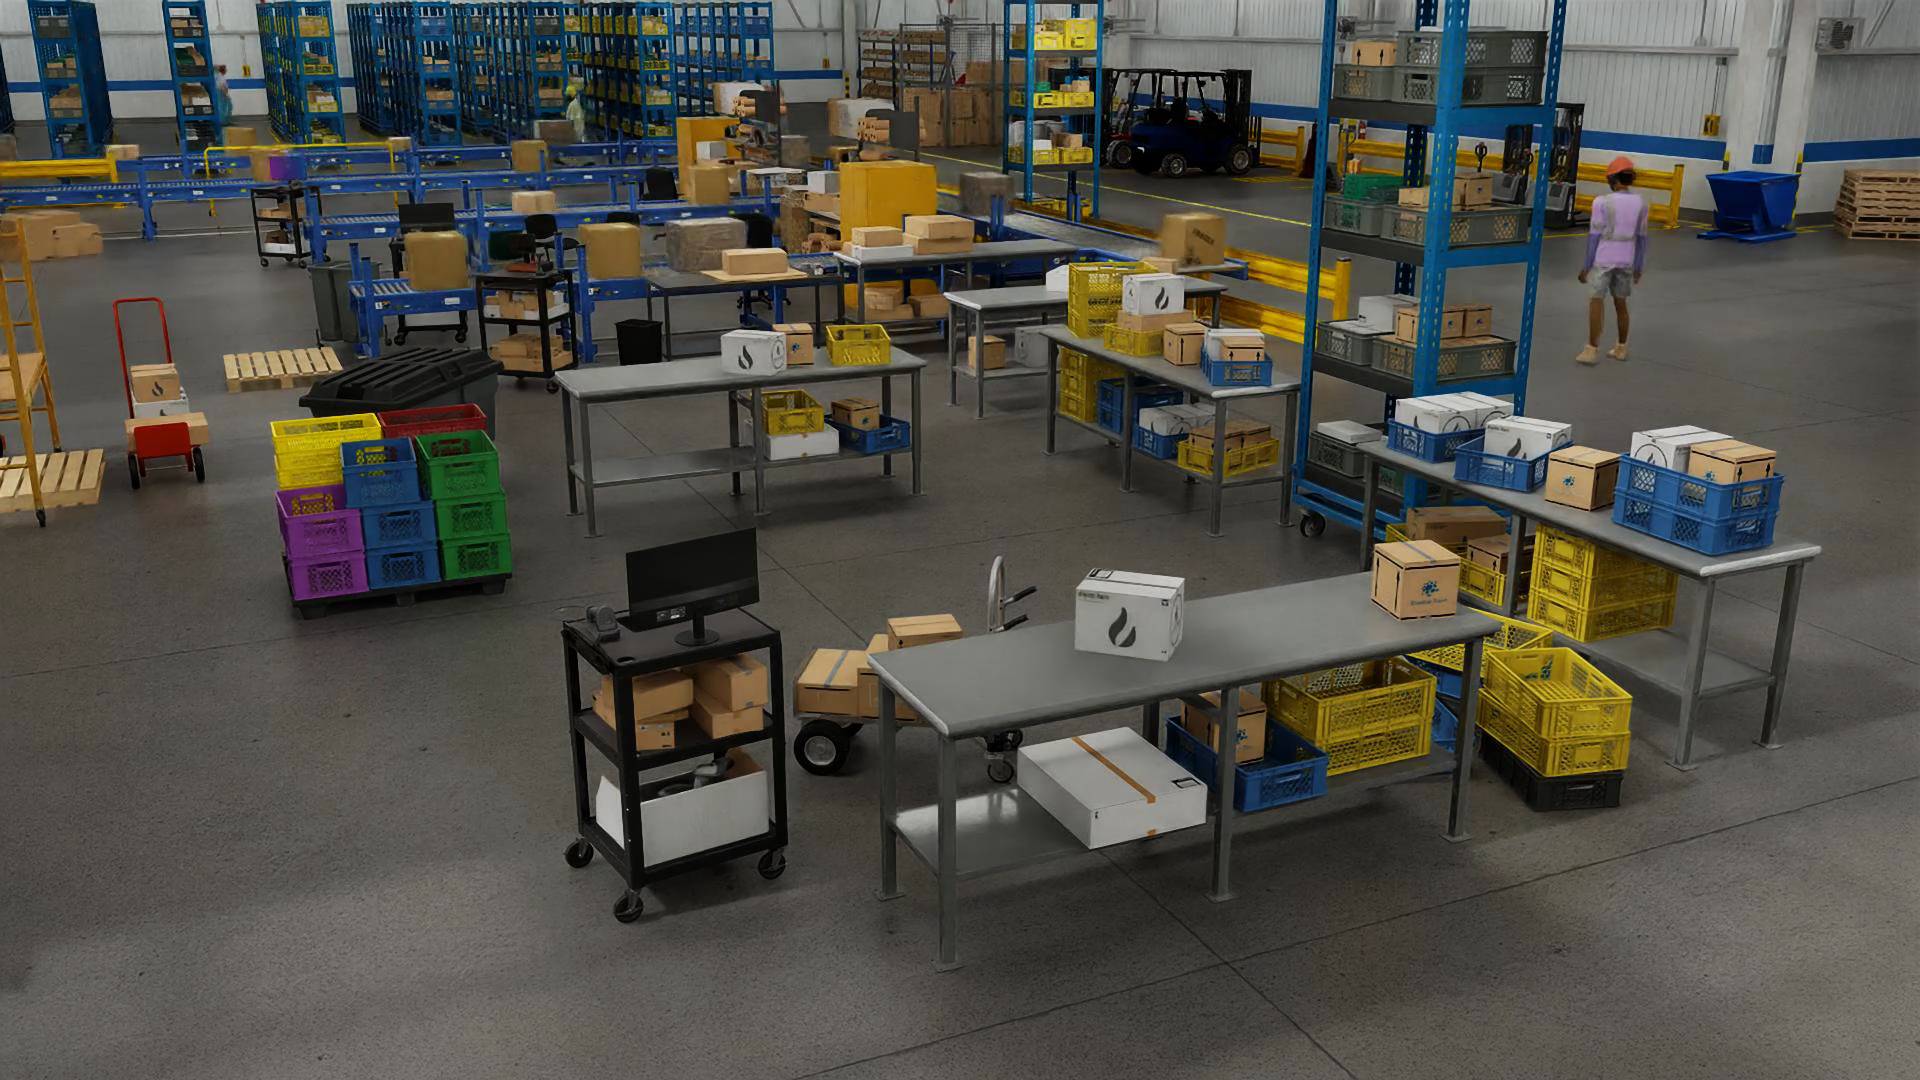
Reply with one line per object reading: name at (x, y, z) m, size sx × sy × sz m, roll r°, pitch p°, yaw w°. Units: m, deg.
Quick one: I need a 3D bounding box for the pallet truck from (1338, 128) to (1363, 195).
pallet truck at (7.845, -7.140, 31.411) m, size 1.522 × 1.261 × 0.704 m, roll -9°, pitch 20°, yaw -25°

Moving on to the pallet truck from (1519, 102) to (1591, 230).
pallet truck at (9.972, -6.037, 26.785) m, size 1.885 × 1.965 × 0.823 m, roll -9°, pitch 20°, yaw -25°

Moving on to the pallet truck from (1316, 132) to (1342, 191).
pallet truck at (7.723, -7.504, 32.656) m, size 1.601 × 1.201 × 0.680 m, roll -8°, pitch 19°, yaw -23°

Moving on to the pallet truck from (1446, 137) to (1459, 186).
pallet truck at (9.184, -6.485, 29.328) m, size 1.630 × 1.274 × 0.653 m, roll -8°, pitch 19°, yaw -23°

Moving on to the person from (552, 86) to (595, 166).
person at (-8.662, -9.233, 37.209) m, size 0.968 × 1.777 × 0.615 m, roll -5°, pitch 18°, yaw -16°

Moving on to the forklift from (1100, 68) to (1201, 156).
forklift at (4.082, -9.564, 37.410) m, size 2.680 × 1.987 × 1.157 m, roll -8°, pitch 19°, yaw -23°

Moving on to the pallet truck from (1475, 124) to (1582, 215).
pallet truck at (9.707, -6.455, 28.103) m, size 1.885 × 1.965 × 0.823 m, roll -7°, pitch 19°, yaw -20°

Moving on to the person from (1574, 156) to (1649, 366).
person at (6.407, -2.746, 16.368) m, size 0.612 × 2.040 × 0.394 m, roll -5°, pitch 18°, yaw -14°

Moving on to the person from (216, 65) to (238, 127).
person at (-22.326, -13.507, 50.606) m, size 0.698 × 1.824 × 0.578 m, roll -8°, pitch 19°, yaw -24°

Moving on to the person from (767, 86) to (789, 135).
person at (-3.920, -8.725, 35.458) m, size 0.834 × 1.879 × 0.651 m, roll 9°, pitch 20°, yaw 25°

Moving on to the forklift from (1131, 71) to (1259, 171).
forklift at (4.998, -8.936, 35.413) m, size 2.680 × 1.987 × 1.157 m, roll -9°, pitch 20°, yaw -25°
